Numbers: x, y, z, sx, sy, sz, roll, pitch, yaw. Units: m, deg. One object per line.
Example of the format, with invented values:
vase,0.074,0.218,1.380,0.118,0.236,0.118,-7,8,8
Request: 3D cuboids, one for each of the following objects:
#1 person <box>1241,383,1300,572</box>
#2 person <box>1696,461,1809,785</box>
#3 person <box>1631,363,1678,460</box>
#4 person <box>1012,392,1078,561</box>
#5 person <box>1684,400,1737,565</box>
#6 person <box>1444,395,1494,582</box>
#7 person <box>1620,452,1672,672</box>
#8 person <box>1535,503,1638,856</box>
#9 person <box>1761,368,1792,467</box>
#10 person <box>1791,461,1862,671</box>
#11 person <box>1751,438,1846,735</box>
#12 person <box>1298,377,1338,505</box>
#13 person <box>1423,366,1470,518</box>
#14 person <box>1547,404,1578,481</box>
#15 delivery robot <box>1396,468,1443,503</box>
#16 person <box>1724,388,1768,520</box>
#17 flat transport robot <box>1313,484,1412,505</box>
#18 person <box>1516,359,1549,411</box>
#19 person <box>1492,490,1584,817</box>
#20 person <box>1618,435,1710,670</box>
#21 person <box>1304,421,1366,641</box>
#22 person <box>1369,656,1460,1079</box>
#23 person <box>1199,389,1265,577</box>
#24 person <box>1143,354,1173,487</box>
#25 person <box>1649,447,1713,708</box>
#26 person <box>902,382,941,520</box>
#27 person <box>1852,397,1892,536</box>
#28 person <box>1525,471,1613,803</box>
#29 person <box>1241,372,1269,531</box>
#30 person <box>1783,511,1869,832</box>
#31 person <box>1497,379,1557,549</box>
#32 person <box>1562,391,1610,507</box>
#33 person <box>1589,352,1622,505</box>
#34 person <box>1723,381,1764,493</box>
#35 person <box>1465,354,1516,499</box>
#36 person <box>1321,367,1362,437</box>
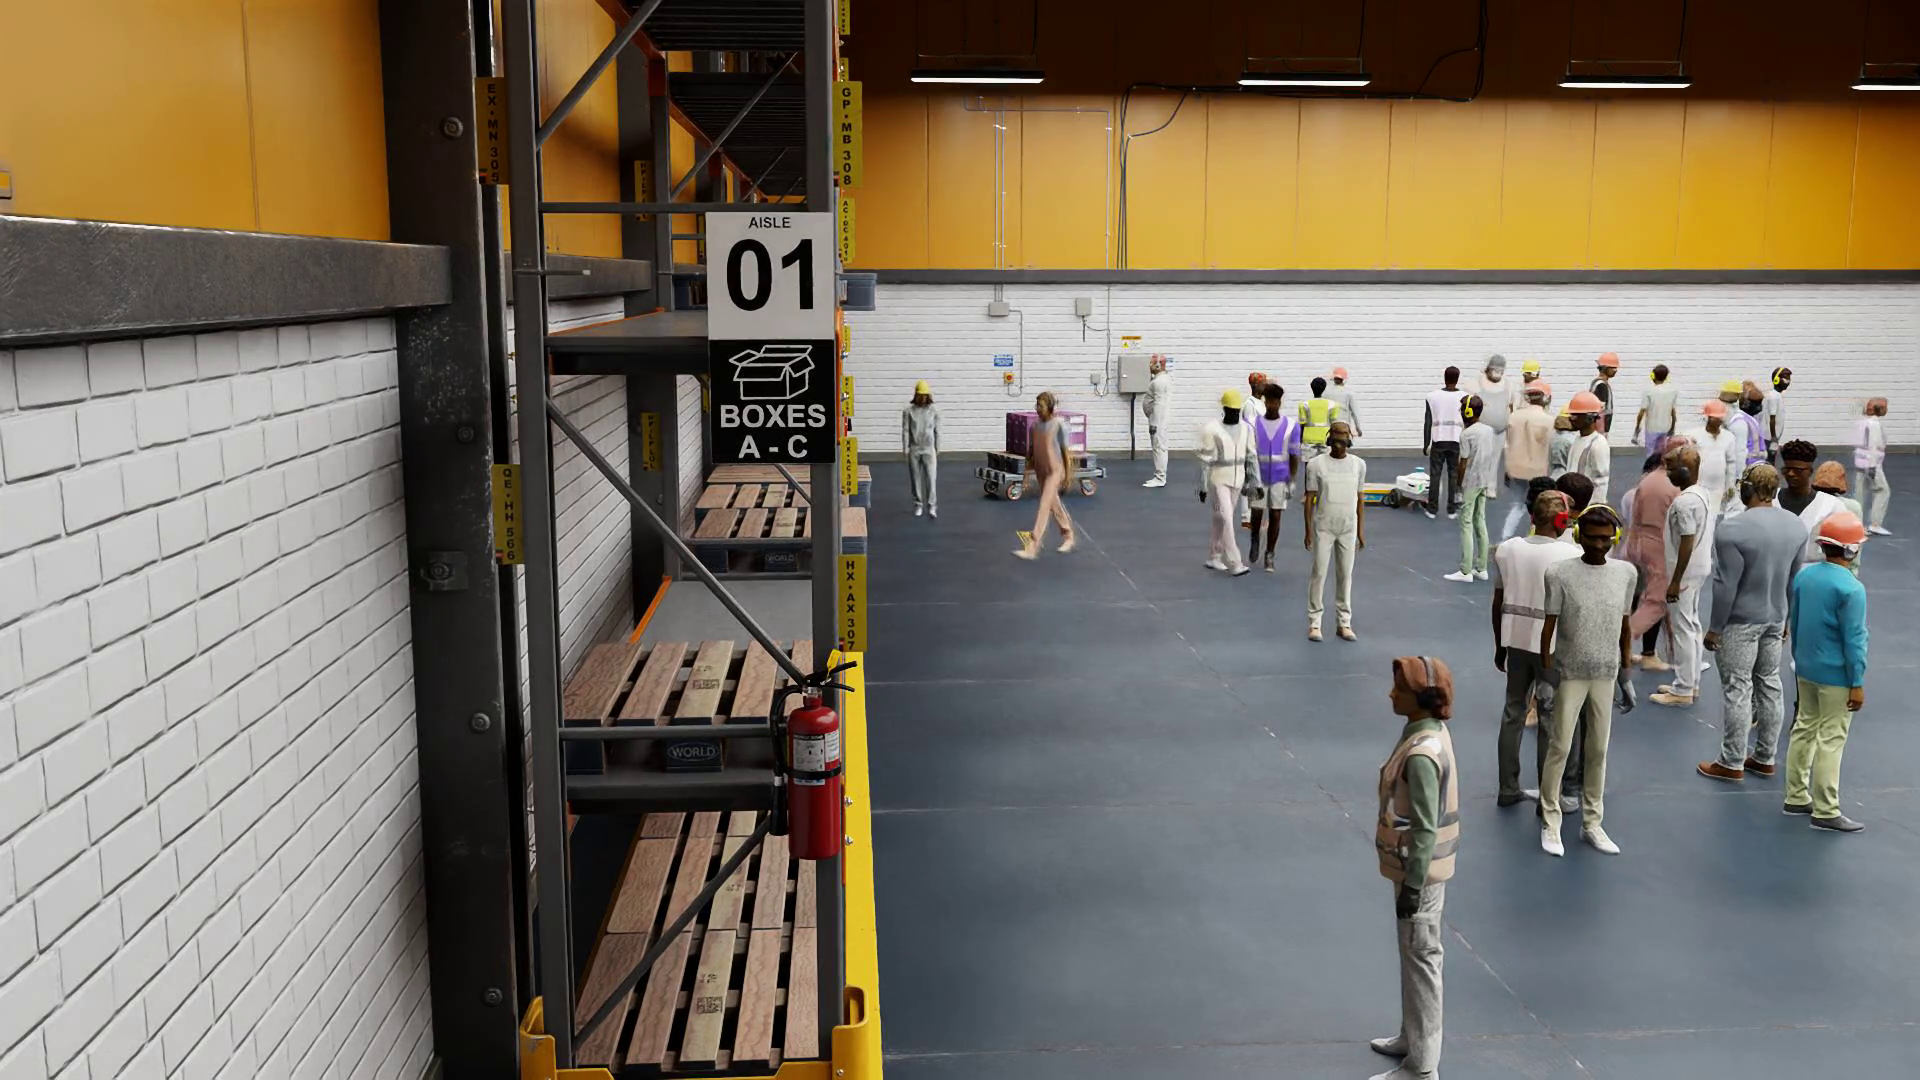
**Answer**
person,3.169,-0.644,17.055,0.600,1.945,0.465,1,9,8
person,4.725,0.493,9.940,0.634,1.939,0.367,-3,10,-20
person,9.335,-1.443,22.363,0.536,1.859,0.366,-2,9,-11
person,0.944,-0.695,17.882,1.024,1.792,0.523,-9,12,-43
person,7.838,-0.599,17.396,0.586,1.739,0.372,-1,9,-3
person,5.071,-0.509,16.490,0.509,1.860,0.335,-7,11,-37
person,5.291,0.167,12.779,0.321,1.683,0.535,-5,10,-27
person,3.284,0.728,8.704,0.530,1.864,0.323,-1,9,-4
person,10.387,-1.265,21.221,0.328,1.865,0.517,4,10,24
person,6.566,0.211,12.662,0.509,1.632,0.269,7,11,36
person,5.497,0.307,11.023,0.607,1.966,0.367,8,12,40
person,4.714,-1.300,21.953,0.531,1.697,0.322,0,9,2
person,6.094,-1.214,20.777,0.593,1.907,0.412,1,9,9
person,6.164,-0.519,16.929,0.311,1.736,0.483,-2,9,-12
delivery robot,5.909,-0.688,21.393,0.477,0.478,0.707,-2,9,-11
person,8.365,-0.701,17.749,0.429,1.840,0.629,5,10,30
flat transport robot,5.348,-0.622,22.163,1.431,0.197,0.652,1,9,8
person,8.250,-1.698,24.055,0.404,1.824,0.591,-3,10,-18
person,3.258,0.634,9.373,0.399,1.835,0.567,-7,12,-38
person,5.256,0.135,12.522,1.000,1.857,0.620,-1,9,-7
person,3.112,-0.073,13.806,0.513,1.838,0.334,-1,9,-5
person,1.701,1.234,6.217,0.307,1.642,0.525,3,9,16
person,2.769,-0.571,16.778,0.605,1.881,0.938,-5,10,-27
person,2.824,-1.713,23.876,0.411,1.913,0.643,2,9,15
person,5.093,0.260,11.720,0.341,1.837,0.513,6,11,35
person,-0.475,-1.103,20.687,0.485,1.699,0.902,0,9,-2
person,10.691,-0.854,19.356,0.561,1.620,0.540,3,9,16
person,3.524,0.566,9.546,0.596,1.916,0.372,-9,13,-44
person,3.531,-1.060,19.867,0.355,1.883,0.574,4,10,22
person,4.790,0.710,9.141,0.321,1.754,0.572,-1,9,-5
person,5.946,-0.694,17.360,0.600,1.953,0.694,-7,11,-36
person,5.336,-0.255,14.312,0.387,2.041,0.615,0,9,2
person,8.487,-1.471,22.000,0.416,2.031,0.608,2,9,13
person,10.782,-1.391,22.851,0.517,1.588,0.845,-2,9,-12
person,7.259,-1.616,22.862,0.694,2.000,0.996,1,9,6
person,5.478,-1.627,23.995,0.837,1.708,0.571,-9,12,-43
